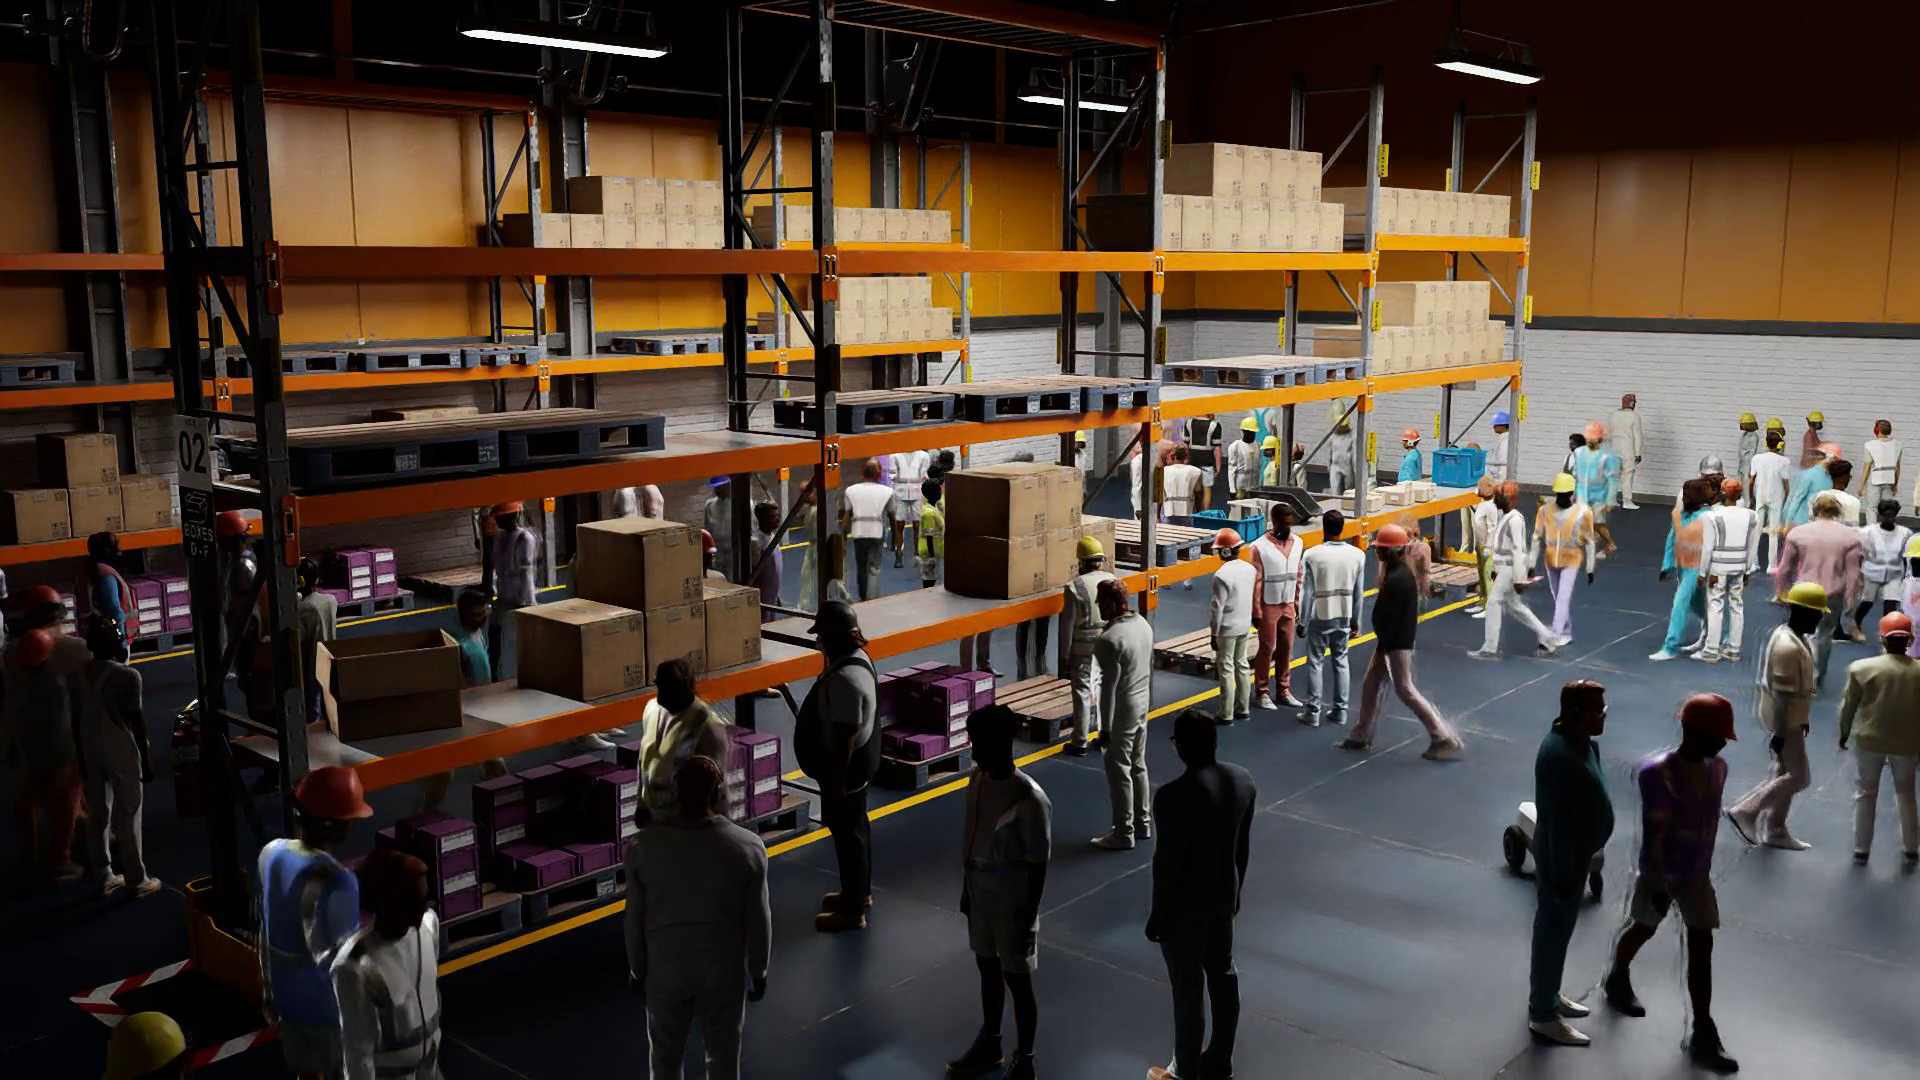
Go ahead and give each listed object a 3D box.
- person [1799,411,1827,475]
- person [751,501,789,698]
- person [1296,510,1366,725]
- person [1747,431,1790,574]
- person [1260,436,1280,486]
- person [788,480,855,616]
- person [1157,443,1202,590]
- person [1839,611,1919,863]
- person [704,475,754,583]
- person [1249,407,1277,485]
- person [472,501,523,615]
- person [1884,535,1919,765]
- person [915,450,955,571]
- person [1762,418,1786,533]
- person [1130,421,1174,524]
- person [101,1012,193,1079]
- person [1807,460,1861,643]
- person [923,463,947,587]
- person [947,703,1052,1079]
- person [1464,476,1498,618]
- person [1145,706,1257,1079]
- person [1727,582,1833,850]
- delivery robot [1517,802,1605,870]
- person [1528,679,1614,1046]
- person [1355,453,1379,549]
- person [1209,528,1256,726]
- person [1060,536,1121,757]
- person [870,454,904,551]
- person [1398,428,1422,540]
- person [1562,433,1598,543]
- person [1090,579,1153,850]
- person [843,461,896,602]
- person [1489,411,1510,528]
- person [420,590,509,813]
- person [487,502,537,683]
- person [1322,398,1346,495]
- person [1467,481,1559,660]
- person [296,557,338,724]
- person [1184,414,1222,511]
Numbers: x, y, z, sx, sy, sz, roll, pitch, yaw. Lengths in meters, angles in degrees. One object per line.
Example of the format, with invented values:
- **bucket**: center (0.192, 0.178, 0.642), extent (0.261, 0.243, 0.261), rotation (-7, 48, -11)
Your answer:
- **person**: center (13.177, -1.112, 25.748), extent (0.322, 1.766, 0.525), rotation (6, 11, 30)
- **person**: center (-1.812, 0.545, 15.612), extent (0.344, 1.847, 0.504), rotation (2, 10, 12)
- **person**: center (3.261, 0.686, 14.608), extent (0.598, 1.906, 0.404), rotation (-3, 10, -15)
- **person**: center (10.584, -0.496, 21.757), extent (0.313, 1.869, 0.539), rotation (-8, 13, -41)
- **person**: center (4.149, -0.512, 22.192), extent (0.337, 1.760, 0.524), rotation (1, 10, 7)
- **person**: center (-1.585, 0.096, 19.056), extent (0.768, 1.593, 0.503), rotation (-4, 10, -23)
- **person**: center (2.701, -0.281, 20.582), extent (0.561, 1.836, 0.394), rotation (1, 10, 6)
- **person**: center (6.251, 1.333, 11.223), extent (0.572, 1.737, 0.427), rotation (3, 10, 16)
- **person**: center (-2.425, 0.150, 17.807), extent (0.630, 1.913, 0.871), rotation (5, 11, 28)
- **person**: center (5.293, -1.712, 29.185), extent (0.511, 1.819, 0.827), rotation (5, 11, 26)
- **person**: center (-5.328, -0.100, 19.238), extent (0.590, 1.920, 0.388), rotation (-5, 11, -26)
- **person**: center (7.720, 0.896, 13.326), extent (0.450, 1.909, 0.603), rotation (-1, 10, -6)
- **person**: center (-0.247, -0.322, 21.298), extent (0.642, 1.666, 0.542), rotation (-3, 10, -17)
- **person**: center (12.193, -0.969, 24.977), extent (0.320, 1.737, 0.485), rotation (8, 12, 39)
- **person**: center (2.648, -0.747, 22.873), extent (0.622, 1.995, 0.374), rotation (1, 10, 8)
- **person**: center (-2.447, 2.314, 5.333), extent (0.539, 1.743, 0.451), rotation (4, 10, 25)
- **person**: center (9.366, 0.113, 17.830), extent (0.367, 1.966, 0.607), rotation (-4, 10, -25)
- **person**: center (-0.301, -0.079, 19.778), extent (0.317, 1.695, 0.540), rotation (1, 10, 8)
- **person**: center (0.188, 1.745, 8.113), extent (0.381, 1.958, 0.602), rotation (-6, 11, -32)
- **person**: center (5.996, 0.077, 19.037), extent (0.279, 1.634, 0.498), rotation (1, 10, 4)
- **person**: center (1.155, 1.758, 8.108), extent (0.628, 1.935, 0.373), rotation (-7, 12, -38)
- **person**: center (5.691, 1.218, 11.450), extent (0.459, 1.900, 0.585), rotation (5, 11, 29)
- **delivery robot**: center (3.945, 1.928, 10.925), extent (0.477, 0.478, 0.707), rotation (0, 10, -3)
- **person**: center (3.220, 1.663, 8.761), extent (0.399, 1.907, 0.644), rotation (4, 10, 22)
- **person**: center (5.760, -0.690, 23.599), extent (0.309, 1.641, 0.513), rotation (7, 12, 37)
- **person**: center (2.361, 0.758, 14.646), extent (0.348, 1.744, 0.570), rotation (9, 13, 44)
- **person**: center (1.073, 0.876, 13.714), extent (0.596, 1.824, 0.403), rotation (-6, 11, -31)
- **person**: center (-0.995, -0.788, 23.377), extent (0.581, 1.918, 0.400), rotation (2, 10, 11)
- **person**: center (6.269, -0.685, 23.226), extent (0.324, 1.752, 0.560), rotation (3, 10, 20)
- **person**: center (8.680, -0.667, 23.344), extent (0.470, 1.688, 0.541), rotation (-3, 10, -19)
- **person**: center (1.095, 1.204, 11.572), extent (0.395, 1.891, 0.645), rotation (6, 11, 31)
- **person**: center (-1.042, -0.021, 19.171), extent (0.610, 1.783, 0.977), rotation (0, 10, 3)
- **person**: center (7.739, -0.871, 23.771), extent (0.409, 1.942, 0.619), rotation (3, 10, 18)
- **person**: center (-3.424, 1.216, 11.774), extent (0.972, 1.781, 0.621), rotation (-2, 10, -13)
- **person**: center (-4.251, 0.532, 15.524), extent (0.547, 1.907, 0.842), rotation (6, 11, 31)
- **person**: center (6.537, -1.778, 29.030), extent (0.378, 1.996, 0.610), rotation (3, 10, 16)
- **person**: center (5.704, 0.319, 16.987), extent (0.843, 1.850, 0.576), rotation (3, 10, 16)
- **person**: center (-4.896, 1.042, 12.617), extent (0.334, 1.860, 0.509), rotation (3, 10, 17)
- **person**: center (3.715, -1.188, 25.426), extent (0.615, 2.029, 0.409), rotation (5, 11, 29)
